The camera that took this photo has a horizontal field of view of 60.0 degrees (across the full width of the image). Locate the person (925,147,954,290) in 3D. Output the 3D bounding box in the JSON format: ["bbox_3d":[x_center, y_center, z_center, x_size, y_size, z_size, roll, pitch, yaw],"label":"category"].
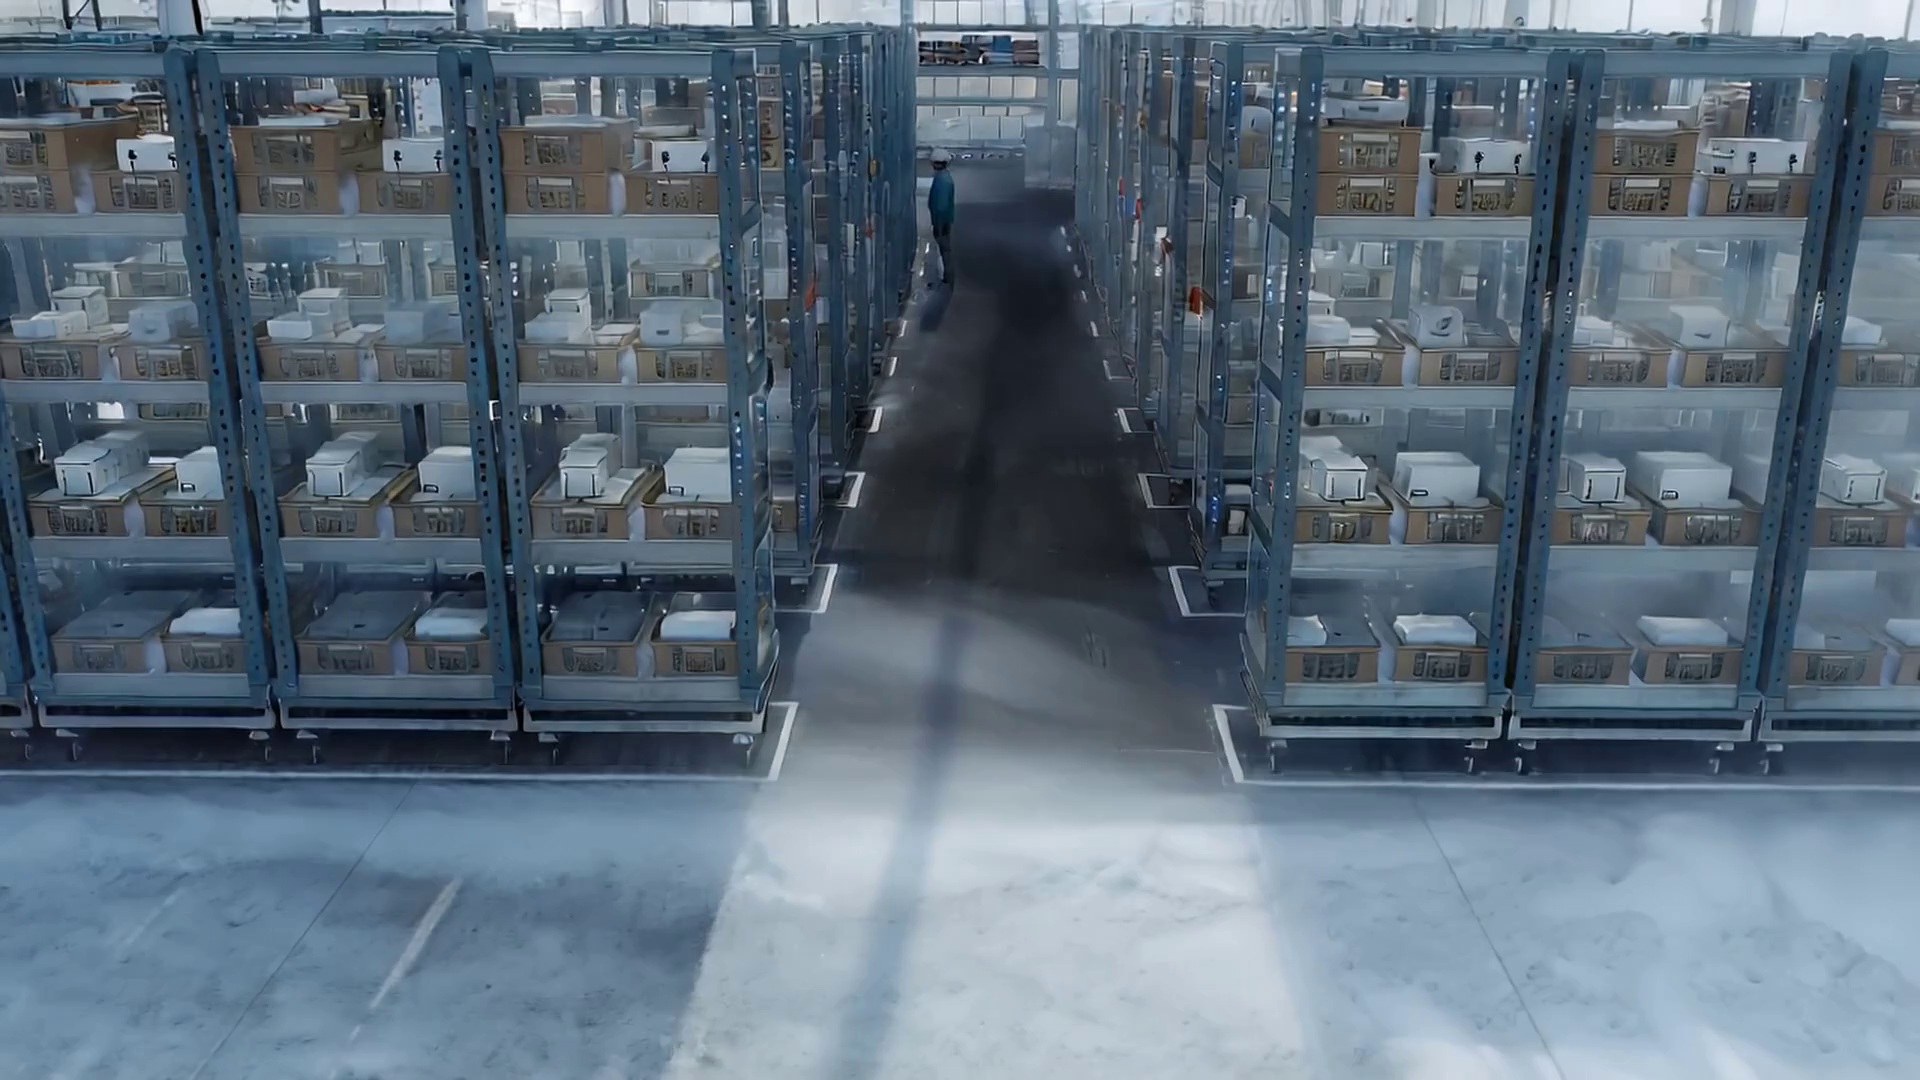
[{"bbox_3d":[-0.283,-4.555,23.608,0.382,1.994,0.622,-4,18,-14],"label":"person"}]

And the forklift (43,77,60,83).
[{"bbox_3d":[-27.393,-13.297,50.016,1.873,2.768,1.129,0,17,1],"label":"forklift"}]
